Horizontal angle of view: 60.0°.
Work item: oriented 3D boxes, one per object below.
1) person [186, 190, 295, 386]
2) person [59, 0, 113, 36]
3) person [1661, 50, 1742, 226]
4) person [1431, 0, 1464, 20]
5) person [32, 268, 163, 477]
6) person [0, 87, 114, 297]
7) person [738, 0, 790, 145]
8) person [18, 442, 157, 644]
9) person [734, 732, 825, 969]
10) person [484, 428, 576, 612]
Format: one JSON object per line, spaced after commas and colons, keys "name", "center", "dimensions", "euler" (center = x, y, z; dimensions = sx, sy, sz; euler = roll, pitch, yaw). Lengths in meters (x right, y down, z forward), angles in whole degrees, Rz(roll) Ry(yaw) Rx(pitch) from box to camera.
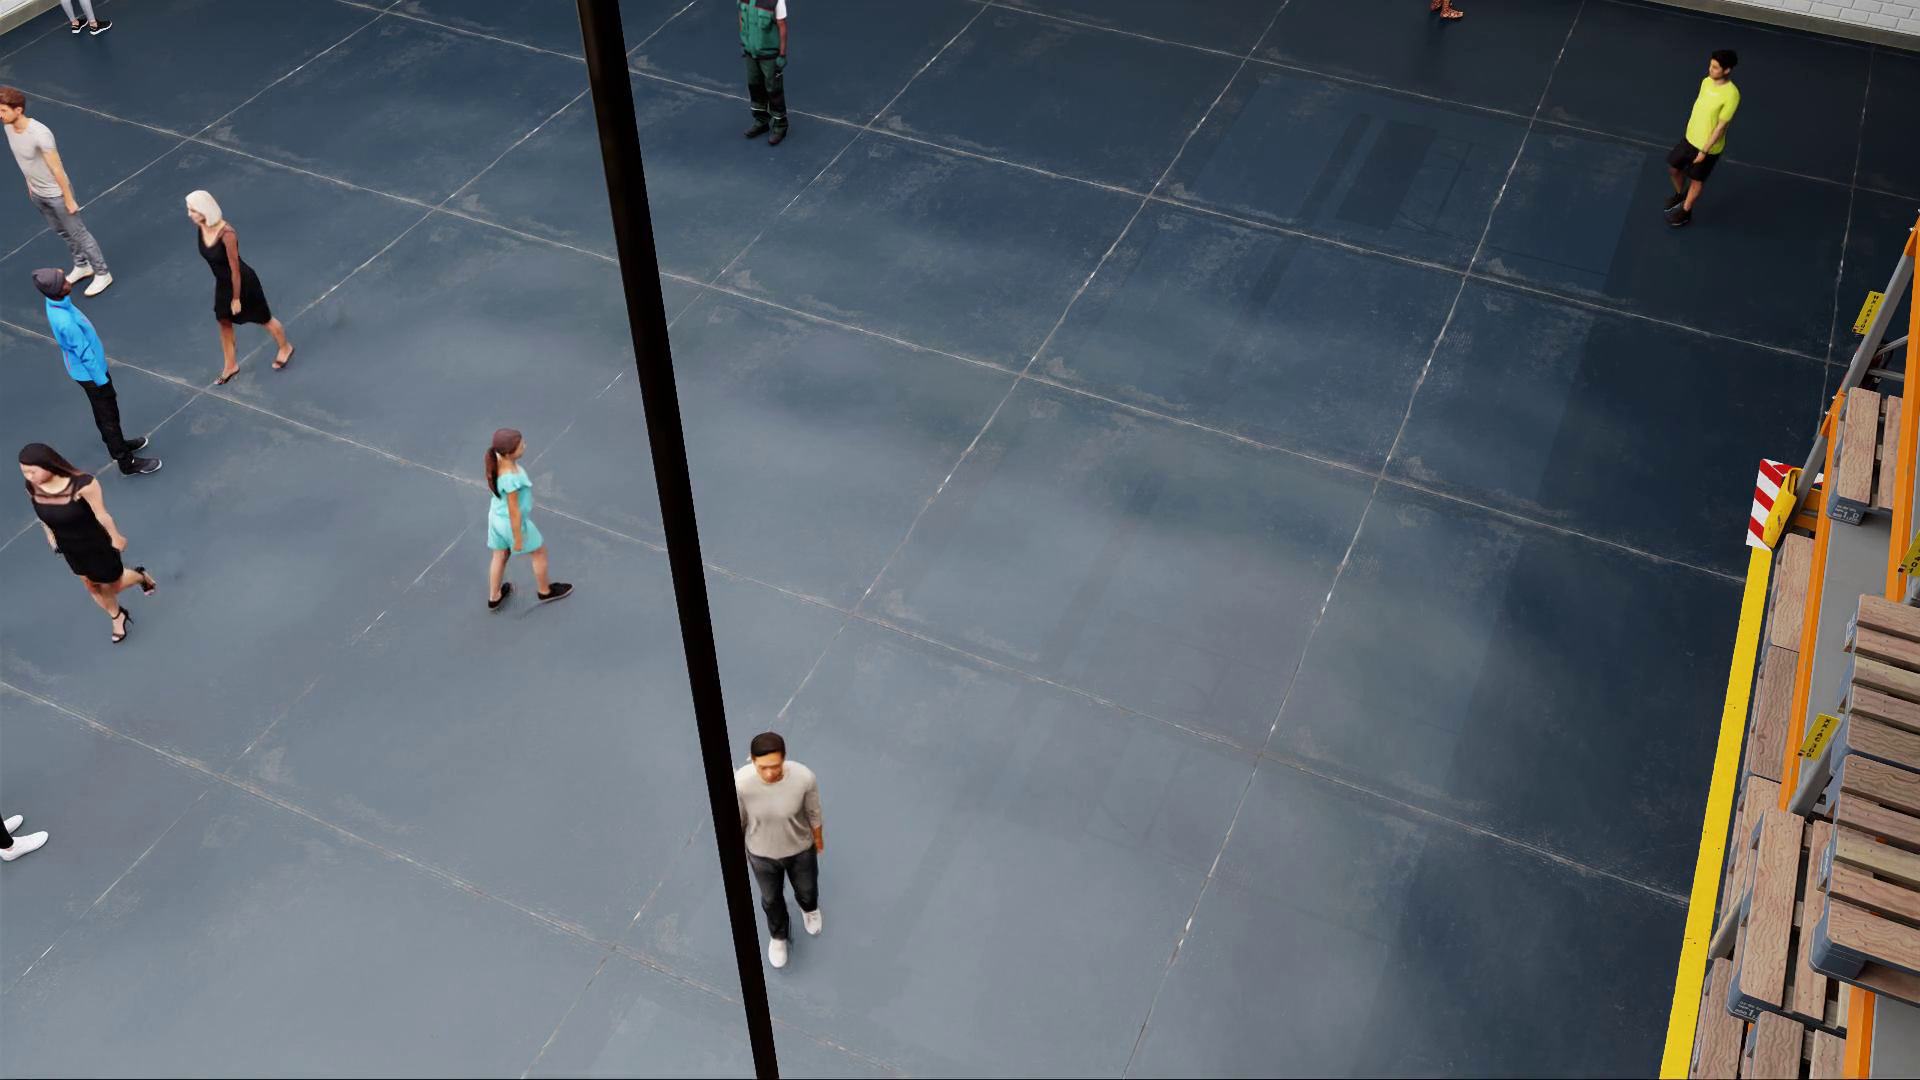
{"name": "person", "center": [-5.637, -2.046, 13.160], "dimensions": [0.689, 1.712, 0.946], "euler": [25, 49, 24]}
{"name": "person", "center": [-9.480, -6.170, 17.479], "dimensions": [0.601, 1.726, 0.593], "euler": [9, 44, 9]}
{"name": "person", "center": [6.679, -3.583, 14.786], "dimensions": [0.831, 1.695, 0.772], "euler": [-14, 45, -15]}
{"name": "person", "center": [5.319, -6.440, 17.767], "dimensions": [0.727, 1.719, 0.651], "euler": [-10, 45, -11]}
{"name": "person", "center": [-6.426, -1.243, 12.258], "dimensions": [0.695, 1.794, 0.691], "euler": [-28, 50, -26]}
{"name": "person", "center": [-7.630, -2.948, 13.976], "dimensions": [0.657, 1.893, 0.554], "euler": [20, 47, 20]}
{"name": "person", "center": [-1.865, -4.669, 15.822], "dimensions": [0.716, 1.839, 0.649], "euler": [25, 49, 24]}
{"name": "person", "center": [-5.754, -0.029, 11.050], "dimensions": [0.786, 1.703, 0.886], "euler": [5, 44, 5]}
{"name": "person", "center": [-1.000, 1.639, 9.221], "dimensions": [0.814, 1.811, 0.863], "euler": [-4, 44, -4]}
{"name": "person", "center": [-3.087, -0.112, 11.266], "dimensions": [0.914, 1.525, 0.791], "euler": [-28, 50, -26]}
